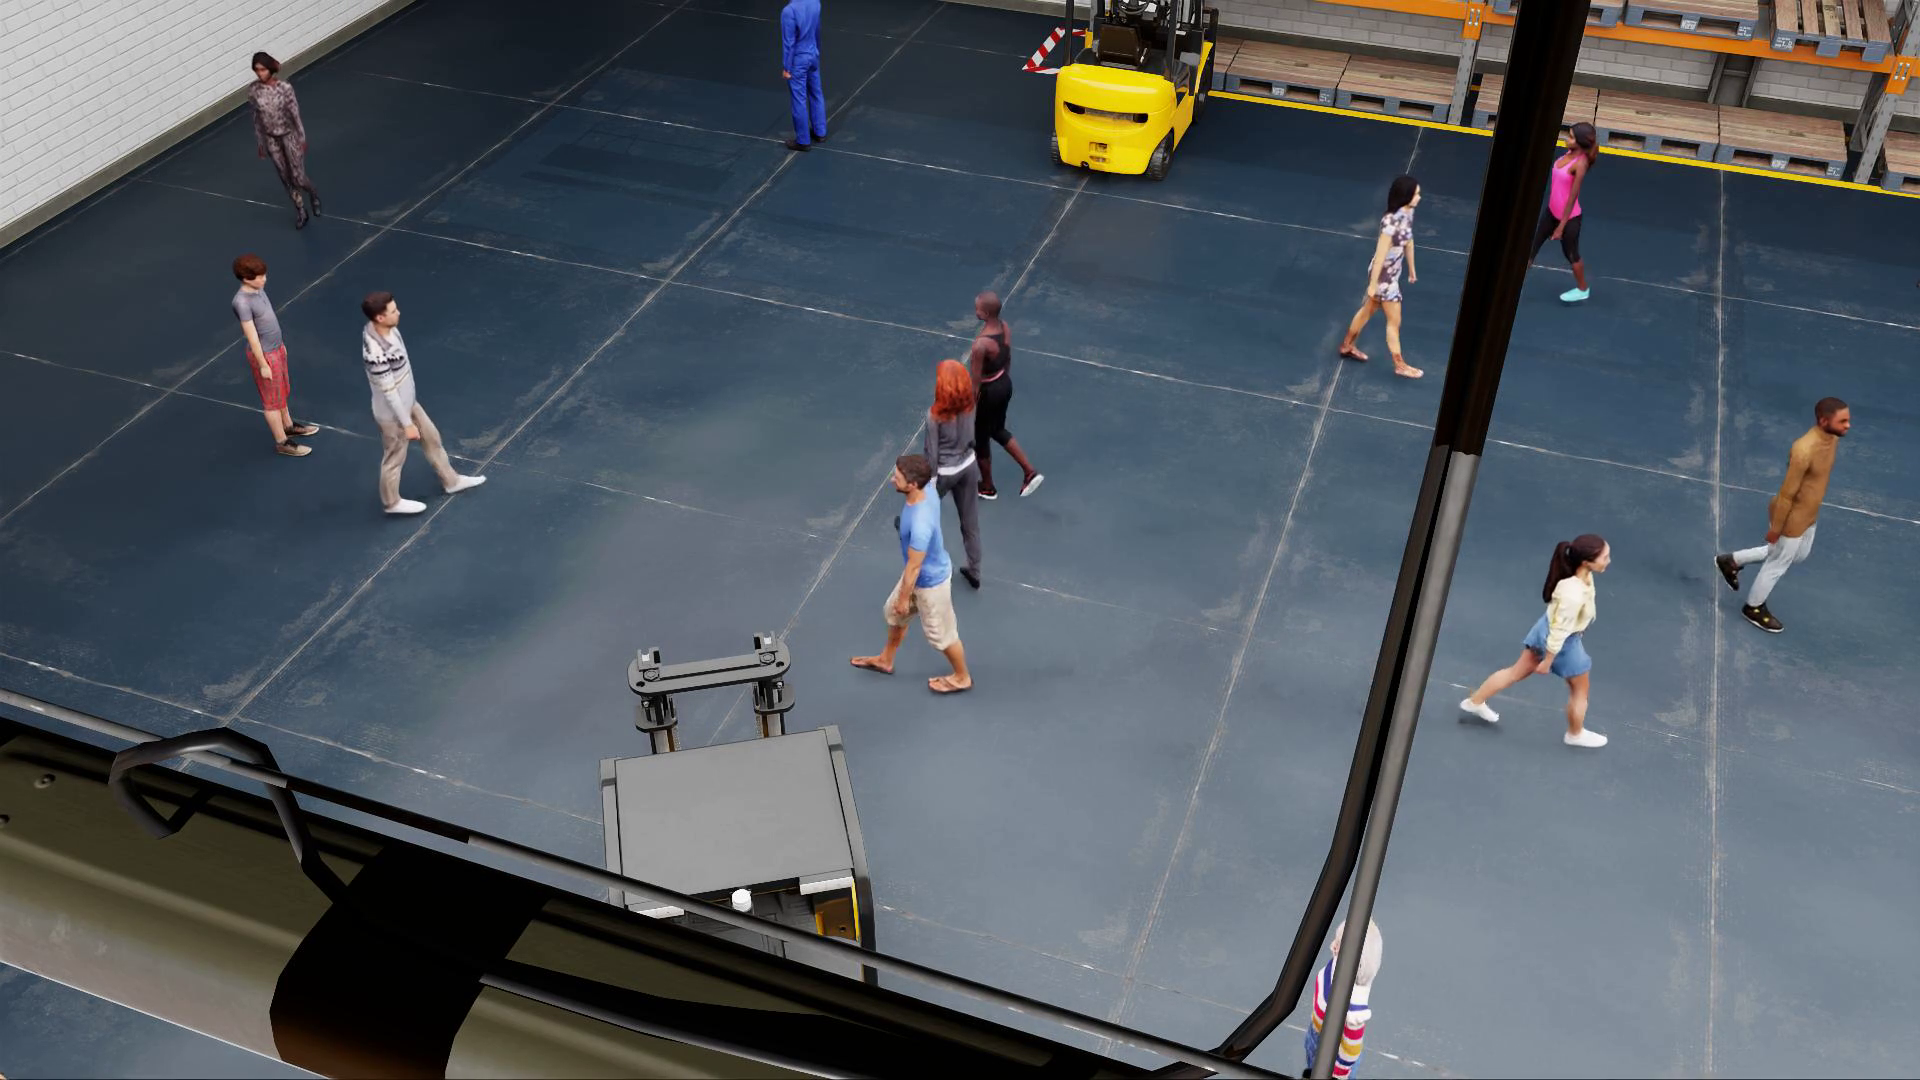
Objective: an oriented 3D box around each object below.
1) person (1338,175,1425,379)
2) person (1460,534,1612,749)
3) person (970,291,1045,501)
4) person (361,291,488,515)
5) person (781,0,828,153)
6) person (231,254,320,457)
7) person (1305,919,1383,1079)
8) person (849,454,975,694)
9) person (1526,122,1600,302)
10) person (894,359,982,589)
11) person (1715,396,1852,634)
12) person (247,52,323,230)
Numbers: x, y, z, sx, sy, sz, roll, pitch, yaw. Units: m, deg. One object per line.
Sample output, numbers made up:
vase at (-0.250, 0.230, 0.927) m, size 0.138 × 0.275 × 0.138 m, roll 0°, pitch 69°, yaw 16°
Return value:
person at (3.382, -2.163, 13.521) m, size 1.049 × 1.697 × 0.746 m, roll 21°, pitch 43°, yaw 24°
person at (3.555, 0.597, 10.148) m, size 1.172 × 1.592 × 0.771 m, roll 6°, pitch 39°, yaw 8°
person at (0.309, -0.992, 12.018) m, size 0.944 × 1.743 × 0.764 m, roll 21°, pitch 43°, yaw 24°
person at (-4.124, -0.948, 11.894) m, size 1.140 × 1.829 × 1.018 m, roll -7°, pitch 39°, yaw -9°
person at (-1.582, -4.846, 16.775) m, size 0.656 × 1.828 × 0.772 m, roll 24°, pitch 44°, yaw 27°
person at (-5.273, -1.419, 12.627) m, size 0.656 × 1.650 × 0.658 m, roll -3°, pitch 39°, yaw -3°
person at (1.752, 2.359, 7.769) m, size 0.605 × 1.809 × 0.703 m, roll 3°, pitch 39°, yaw 4°
person at (-0.115, 0.233, 10.414) m, size 1.142 × 1.831 × 0.886 m, roll -1°, pitch 39°, yaw -1°
person at (5.260, -2.750, 14.273) m, size 1.189 × 1.675 × 0.881 m, roll -1°, pitch 39°, yaw -2°
person at (-0.003, -0.403, 11.285) m, size 1.006 × 1.737 × 1.145 m, roll -23°, pitch 44°, yaw -26°
person at (5.426, -0.212, 10.991) m, size 0.843 × 1.805 × 0.950 m, roll -30°, pitch 48°, yaw -32°
person at (-6.284, -3.752, 15.502) m, size 0.668 × 1.708 × 0.727 m, roll 2°, pitch 39°, yaw 3°
